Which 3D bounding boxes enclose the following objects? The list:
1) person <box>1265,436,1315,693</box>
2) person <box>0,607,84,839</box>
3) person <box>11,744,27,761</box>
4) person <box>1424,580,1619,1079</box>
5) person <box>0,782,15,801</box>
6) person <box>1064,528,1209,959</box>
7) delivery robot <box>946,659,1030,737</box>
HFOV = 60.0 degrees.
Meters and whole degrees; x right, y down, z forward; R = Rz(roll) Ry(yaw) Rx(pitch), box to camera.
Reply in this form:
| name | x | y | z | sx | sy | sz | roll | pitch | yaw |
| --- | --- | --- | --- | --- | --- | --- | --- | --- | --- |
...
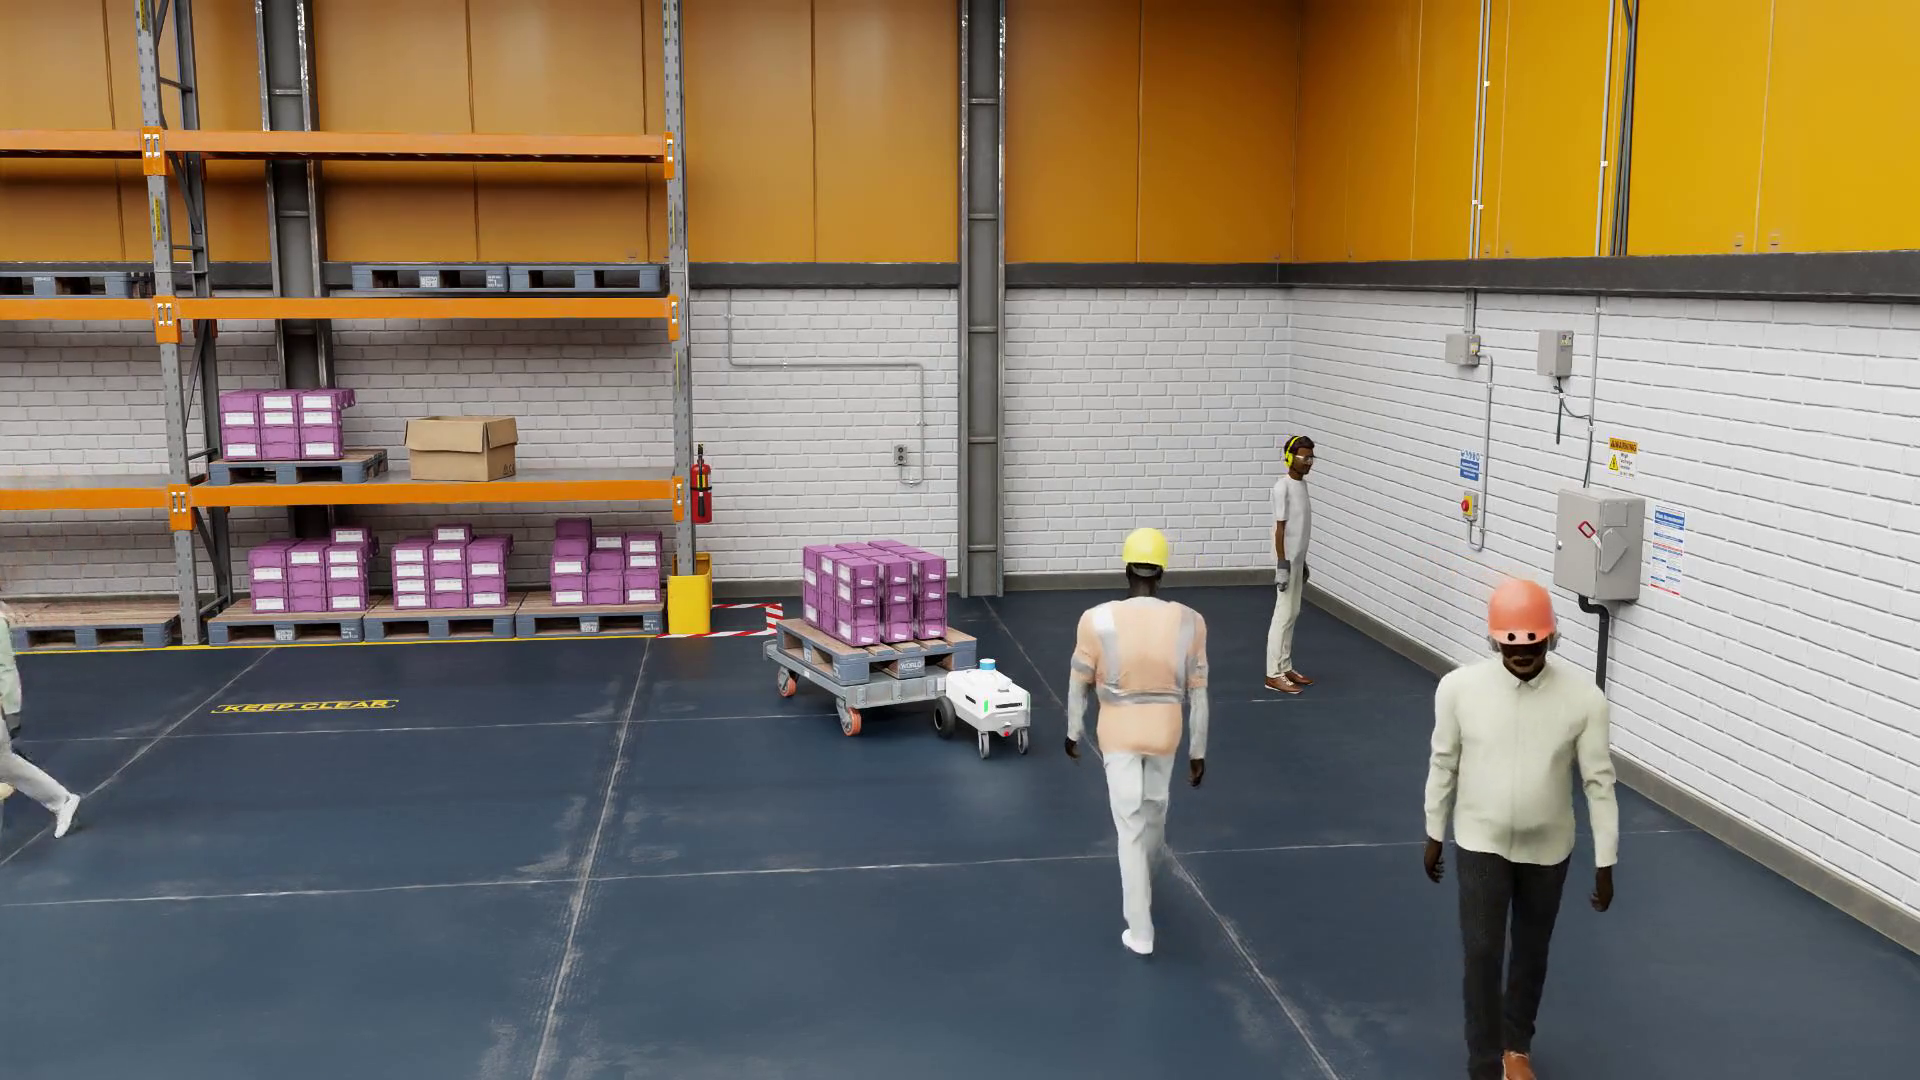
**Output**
| name | x | y | z | sx | sy | sz | roll | pitch | yaw |
| --- | --- | --- | --- | --- | --- | --- | --- | --- | --- |
| person | 2.426 | 0.169 | 12.115 | 0.311 | 1.865 | 0.532 | 5 | 10 | 29 |
| person | -4.985 | 0.851 | 8.650 | 0.527 | 1.606 | 0.744 | 8 | 12 | 40 |
| person | -6.044 | 0.547 | 9.722 | 0.538 | 1.888 | 0.910 | 8 | 12 | 42 |
| person | 1.994 | 1.117 | 5.904 | 0.661 | 1.949 | 0.898 | 2 | 9 | 13 |
| person | -5.733 | 0.579 | 9.007 | 0.682 | 2.000 | 1.031 | 6 | 11 | 35 |
| person | 0.801 | 0.881 | 7.639 | 0.598 | 1.872 | 0.966 | -2 | 9 | -10 |
| delivery robot | 0.176 | 1.007 | 10.664 | 0.477 | 0.478 | 0.707 | -3 | 10 | -21 |
